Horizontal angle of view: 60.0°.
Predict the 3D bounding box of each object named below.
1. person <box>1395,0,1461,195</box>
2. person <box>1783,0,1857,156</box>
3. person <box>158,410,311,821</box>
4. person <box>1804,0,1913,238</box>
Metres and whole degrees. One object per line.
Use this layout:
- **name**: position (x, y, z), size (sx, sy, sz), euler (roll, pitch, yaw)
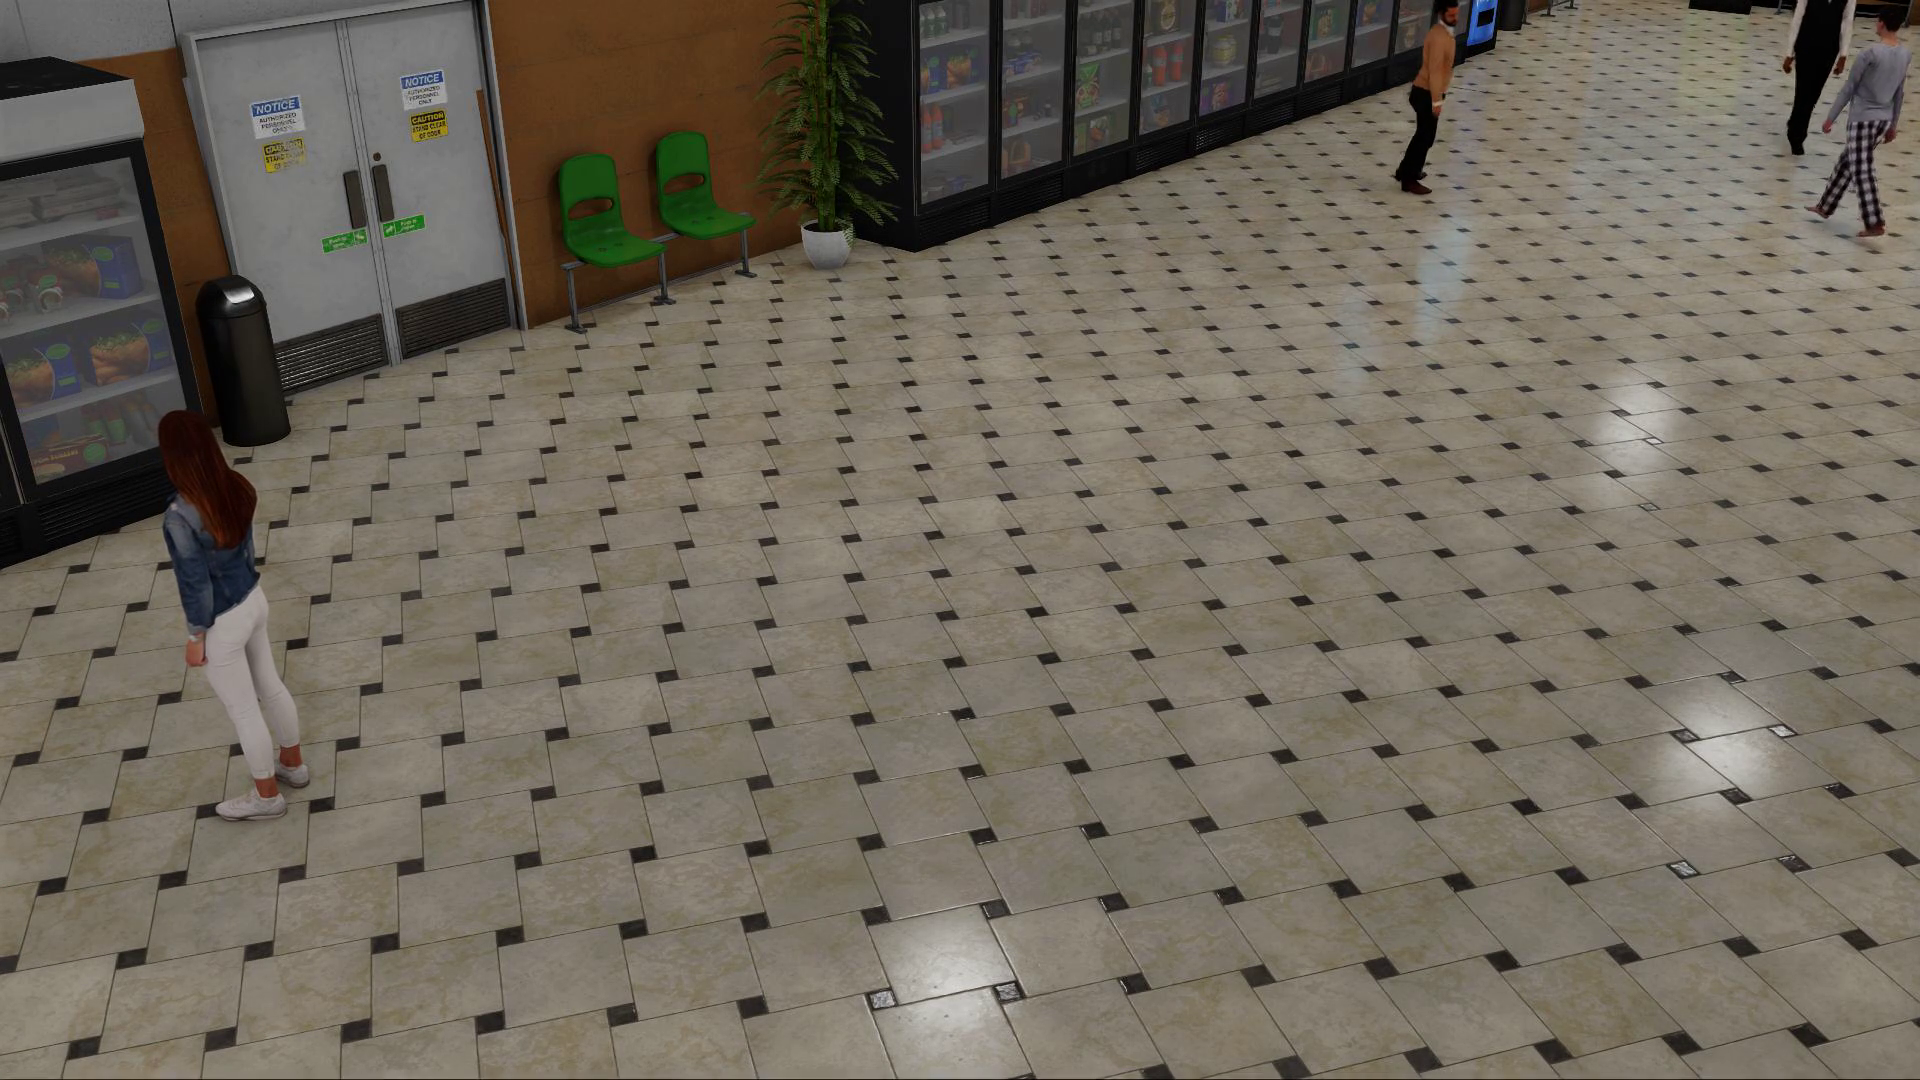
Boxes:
- **person**: position (4.109, -3.922, 14.699), size (0.822, 1.715, 0.909), euler (2, 27, 4)
- **person**: position (8.276, -4.723, 16.091), size (1.281, 1.886, 1.121), euler (6, 28, 13)
- **person**: position (-2.798, 0.297, 6.395), size (0.701, 1.701, 0.694), euler (3, 27, 6)
- **person**: position (7.392, -3.323, 13.428), size (1.086, 1.797, 1.265), euler (-7, 28, -13)
